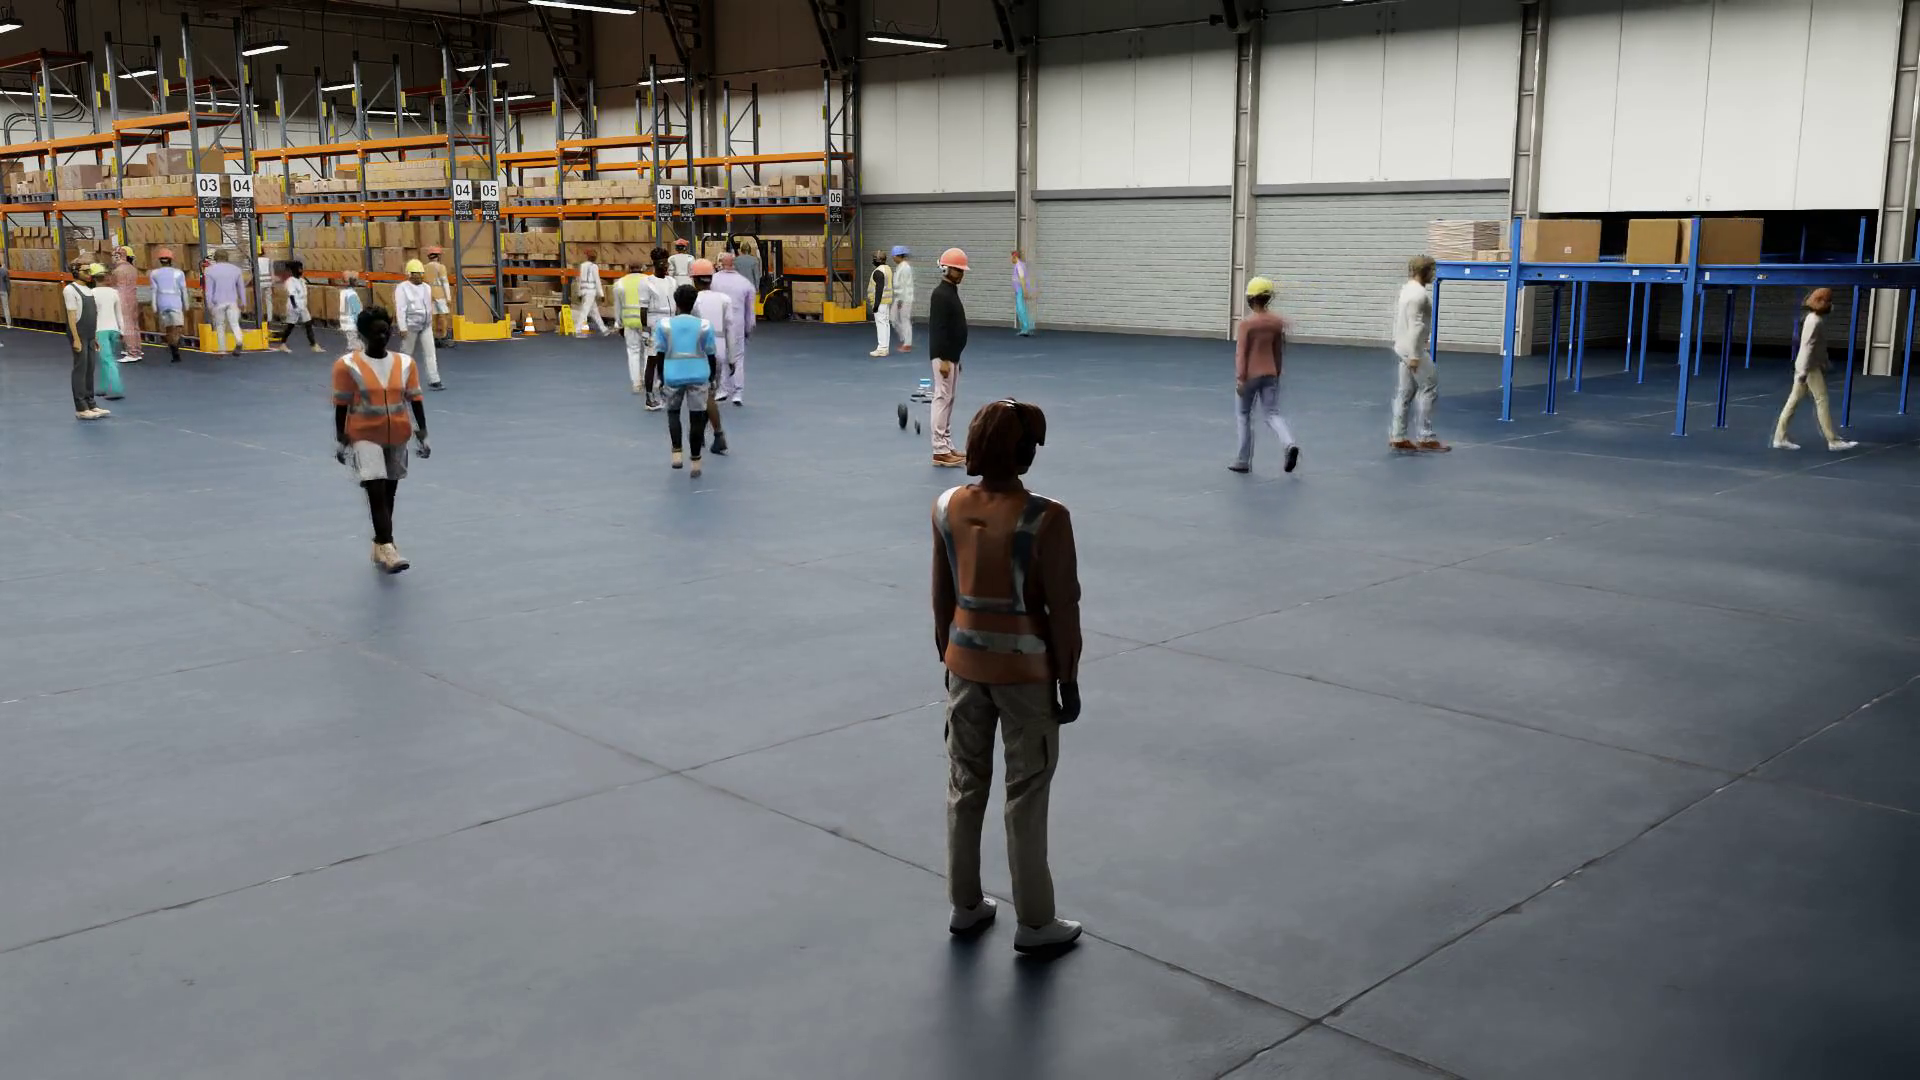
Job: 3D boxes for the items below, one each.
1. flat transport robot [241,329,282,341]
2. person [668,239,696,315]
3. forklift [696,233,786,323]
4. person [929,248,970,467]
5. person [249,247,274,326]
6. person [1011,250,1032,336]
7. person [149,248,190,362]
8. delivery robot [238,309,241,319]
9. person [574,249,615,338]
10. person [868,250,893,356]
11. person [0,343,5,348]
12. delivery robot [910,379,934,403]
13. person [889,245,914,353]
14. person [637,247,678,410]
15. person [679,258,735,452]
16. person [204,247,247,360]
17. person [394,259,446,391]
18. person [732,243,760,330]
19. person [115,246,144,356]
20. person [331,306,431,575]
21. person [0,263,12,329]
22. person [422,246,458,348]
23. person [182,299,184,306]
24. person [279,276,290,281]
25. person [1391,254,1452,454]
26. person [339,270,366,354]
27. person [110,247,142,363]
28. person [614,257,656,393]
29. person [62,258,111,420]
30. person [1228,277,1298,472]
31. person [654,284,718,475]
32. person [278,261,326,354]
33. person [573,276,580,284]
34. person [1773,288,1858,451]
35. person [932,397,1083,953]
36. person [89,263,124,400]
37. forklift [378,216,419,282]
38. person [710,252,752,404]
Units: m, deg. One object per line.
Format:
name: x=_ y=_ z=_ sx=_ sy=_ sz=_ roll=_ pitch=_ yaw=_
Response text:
flat transport robot: x=-14.181 y=-4.108 z=33.374 sx=0.652 sy=0.197 sz=1.431 roll=-10 pitch=14 yaw=-43
person: x=-6.040 y=-5.532 z=36.216 sx=0.605 sy=2.034 sz=0.393 roll=-1 pitch=10 yaw=-7
forklift: x=-5.496 y=-6.489 z=41.108 sx=2.313 sy=2.155 sz=1.214 roll=-10 pitch=14 yaw=-44
person: x=-0.093 y=-1.695 z=15.416 sx=0.391 sy=1.987 sz=0.608 roll=2 pitch=11 yaw=10
person: x=-16.433 y=-5.983 z=39.149 sx=0.598 sy=1.862 sz=0.697 roll=-9 pitch=14 yaw=-42
person: x=1.282 y=-5.174 z=34.886 sx=0.453 sy=1.804 sz=0.659 roll=0 pitch=10 yaw=-1
person: x=-13.183 y=-3.899 z=27.696 sx=0.565 sy=1.906 sz=0.781 roll=-3 pitch=11 yaw=-14
delivery robot: x=-17.186 y=-5.350 z=39.117 sx=0.477 sy=0.478 sz=0.707 roll=-9 pitch=13 yaw=-39
person: x=-7.625 y=-5.105 z=34.456 sx=1.009 sy=1.825 sz=0.598 roll=-9 pitch=14 yaw=-40
person: x=-1.412 y=-4.172 z=29.322 sx=0.429 sy=1.844 sz=0.623 roll=2 pitch=11 yaw=11
person: x=-18.088 y=-4.454 z=30.865 sx=0.825 sy=1.832 sz=0.572 roll=10 pitch=15 yaw=44
delivery robot: x=-0.387 y=-1.649 z=18.224 sx=0.335 sy=0.223 sz=0.698 roll=-2 pitch=11 yaw=-11
person: x=-1.058 y=-4.360 z=30.135 sx=0.446 sy=1.925 sz=0.625 roll=-4 pitch=11 yaw=-20
person: x=-3.655 y=-2.583 z=20.315 sx=0.362 sy=1.963 sz=0.613 roll=7 pitch=13 yaw=35
person: x=-2.527 y=-1.829 z=16.440 sx=0.566 sy=1.882 sz=1.017 roll=-7 pitch=12 yaw=-32
person: x=-12.492 y=-4.030 z=28.364 sx=0.669 sy=1.915 sz=0.673 roll=-8 pitch=13 yaw=-37
person: x=-7.519 y=-2.968 z=22.902 sx=0.919 sy=1.791 sz=0.606 roll=7 pitch=13 yaw=35
person: x=-4.780 y=-5.684 z=37.299 sx=0.633 sy=1.939 sz=0.368 roll=2 pitch=11 yaw=12
person: x=-14.677 y=-4.211 z=29.340 sx=0.589 sy=1.917 sz=0.402 roll=10 pitch=14 yaw=43
person: x=-3.567 y=-0.615 z=10.386 sx=0.557 sy=1.656 sz=0.819 roll=-9 pitch=14 yaw=-42
person: x=-21.704 y=-5.576 z=37.547 sx=0.506 sy=1.632 sz=0.280 roll=-9 pitch=13 yaw=-39
person: x=-9.886 y=-4.595 z=31.488 sx=0.629 sy=1.910 sz=0.360 roll=4 pitch=11 yaw=20
person: x=-18.867 y=-6.009 z=39.991 sx=0.770 sy=1.602 sz=0.521 roll=9 pitch=14 yaw=41
person: x=-18.455 y=-7.217 z=45.659 sx=0.633 sy=1.958 sz=0.961 roll=-9 pitch=14 yaw=-42
person: x=4.533 y=-1.793 z=16.107 sx=0.673 sy=1.923 sz=0.662 roll=1 pitch=10 yaw=7
person: x=-8.338 y=-2.891 z=22.895 sx=0.372 sy=1.626 sz=0.538 roll=-7 pitch=12 yaw=-33
person: x=-13.986 y=-3.932 z=27.834 sx=0.399 sy=1.909 sz=0.642 roll=-1 pitch=10 yaw=-7
person: x=-4.328 y=-2.905 z=22.471 sx=0.646 sy=1.820 sz=0.489 roll=1 pitch=10 yaw=4
person: x=-10.163 y=-2.338 z=19.309 sx=0.343 sy=1.847 sz=0.506 roll=-1 pitch=10 yaw=-4
person: x=2.694 y=-1.450 z=14.736 sx=0.526 sy=1.748 sz=0.730 roll=-6 pitch=12 yaw=-28
person: x=-2.426 y=-1.428 z=14.791 sx=0.559 sy=1.675 sz=0.543 roll=-2 pitch=11 yaw=-9
person: x=-11.886 y=-4.163 z=29.787 sx=0.830 sy=1.655 sz=0.550 roll=2 pitch=11 yaw=12
person: x=-10.405 y=-7.101 z=45.592 sx=0.483 sy=1.737 sz=0.320 roll=4 pitch=11 yaw=19
person: x=8.458 y=-1.665 z=16.329 sx=0.802 sy=1.594 sz=0.502 roll=4 pitch=11 yaw=22
person: x=0.133 y=0.402 z=4.930 sx=0.514 sy=1.641 sz=0.307 roll=8 pitch=13 yaw=36
person: x=-11.149 y=-2.688 z=21.488 sx=0.760 sy=1.736 sz=0.546 roll=4 pitch=11 yaw=19
forklift: x=-17.868 y=-9.201 z=54.028 sx=1.873 sy=2.768 sz=1.129 roll=-10 pitch=14 yaw=-44
person: x=-2.923 y=-2.654 z=20.885 sx=0.669 sy=1.890 sz=0.554 roll=-4 pitch=11 yaw=-19
